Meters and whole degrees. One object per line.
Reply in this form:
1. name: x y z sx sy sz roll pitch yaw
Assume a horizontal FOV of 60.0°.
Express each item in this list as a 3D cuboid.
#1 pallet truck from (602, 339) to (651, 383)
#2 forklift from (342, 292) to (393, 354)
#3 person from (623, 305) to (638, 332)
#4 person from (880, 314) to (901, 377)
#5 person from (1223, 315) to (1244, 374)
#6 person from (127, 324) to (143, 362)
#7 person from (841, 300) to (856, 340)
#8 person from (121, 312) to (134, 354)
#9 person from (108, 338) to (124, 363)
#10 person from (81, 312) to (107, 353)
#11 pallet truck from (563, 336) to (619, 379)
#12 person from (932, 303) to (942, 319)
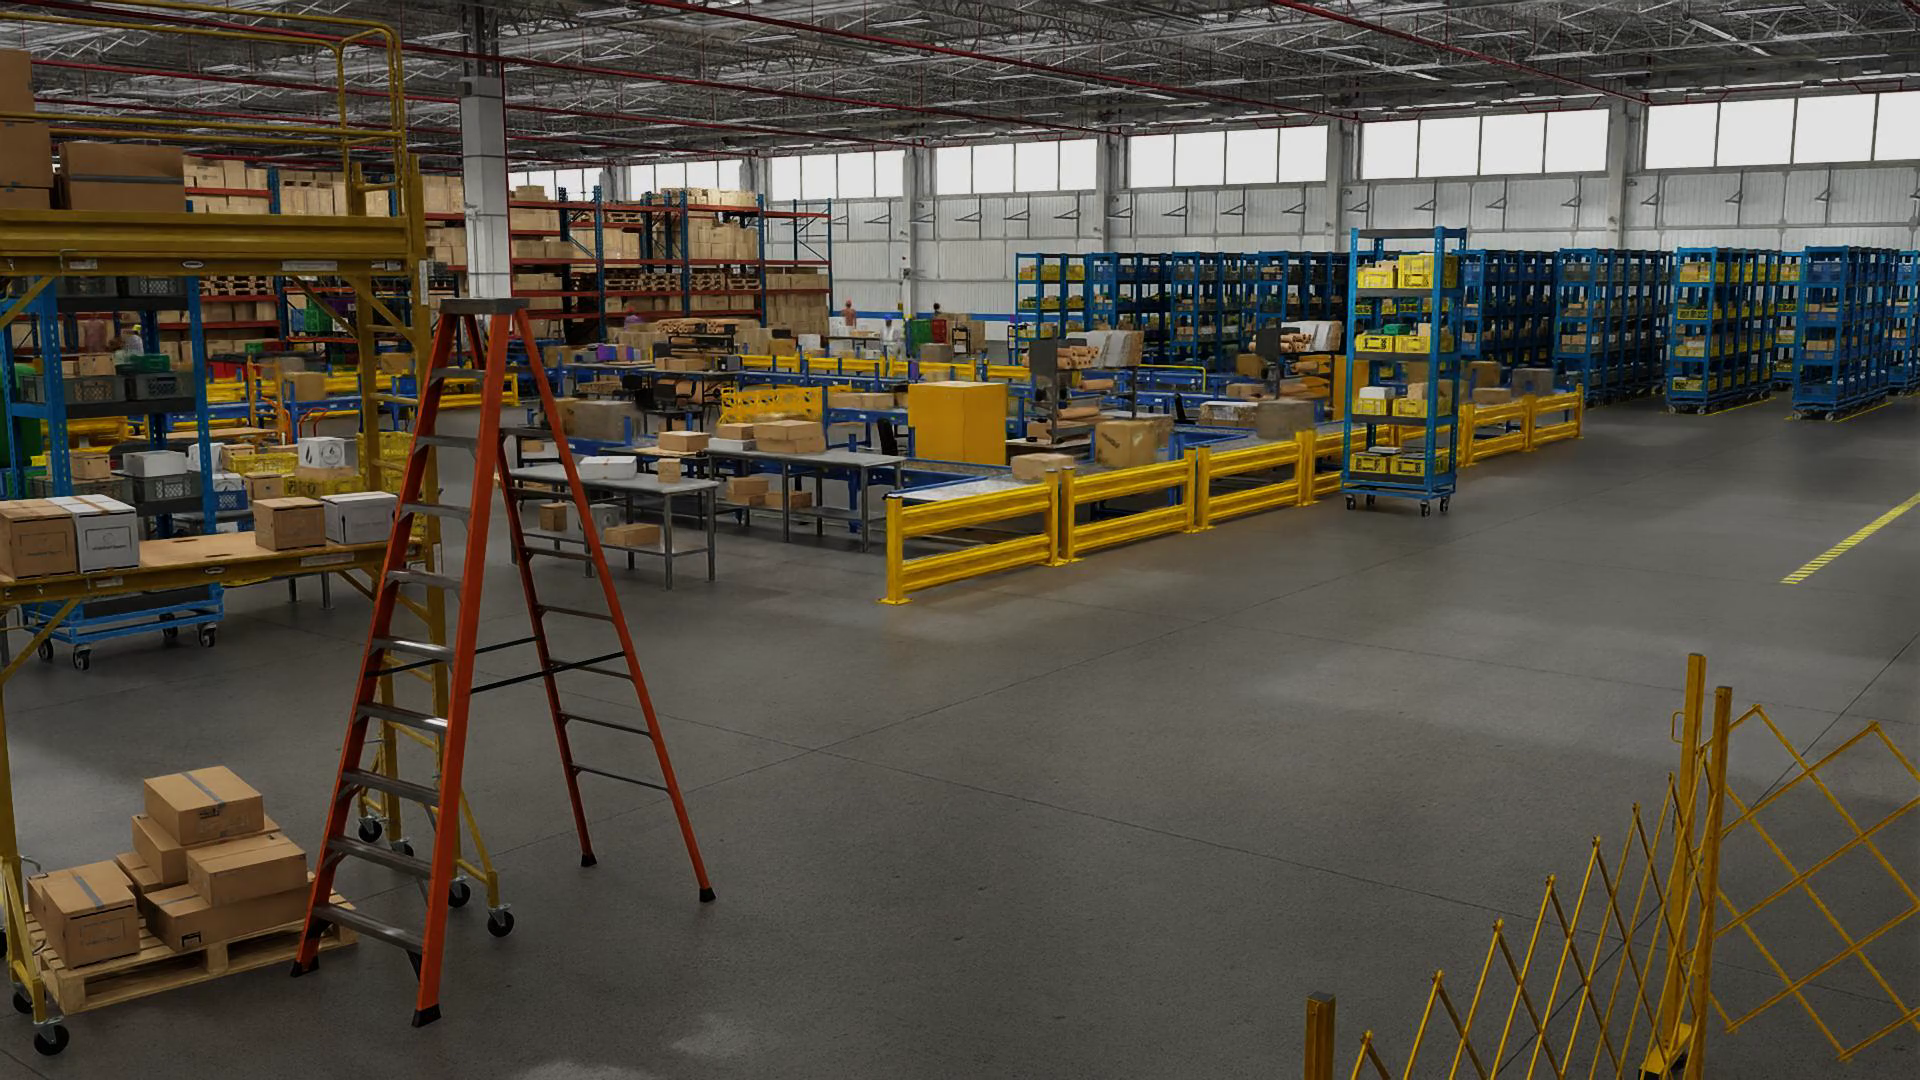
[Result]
1. pallet truck: -8.991 -4.871 45.351 0.653 1.274 1.630 7 11 37
2. forklift: -16.485 -5.622 45.120 1.129 2.768 1.873 7 11 37
3. person: -11.533 -7.225 58.100 0.556 1.922 0.411 7 12 39
4. person: -1.948 -5.383 46.655 0.614 1.910 0.958 2 9 11
5. person: 8.012 -5.655 48.614 0.619 1.820 0.419 4 10 25
6. person: -20.417 -4.469 41.314 0.601 1.792 0.934 6 11 35
7. person: -4.491 -8.686 67.043 0.622 1.982 0.596 1 9 4
8. person: -25.196 -5.965 50.342 0.450 1.892 0.666 -6 11 -32
9. person: -18.658 -3.698 37.087 0.692 1.602 0.507 -3 10 -17
10. person: -26.296 -5.993 50.543 0.697 1.891 0.411 -2 9 -14
11. pallet truck: -10.690 -5.294 48.215 1.601 1.201 0.680 -5 10 -26
12. person: -0.970 -8.870 68.679 0.460 1.820 0.648 2 9 10
